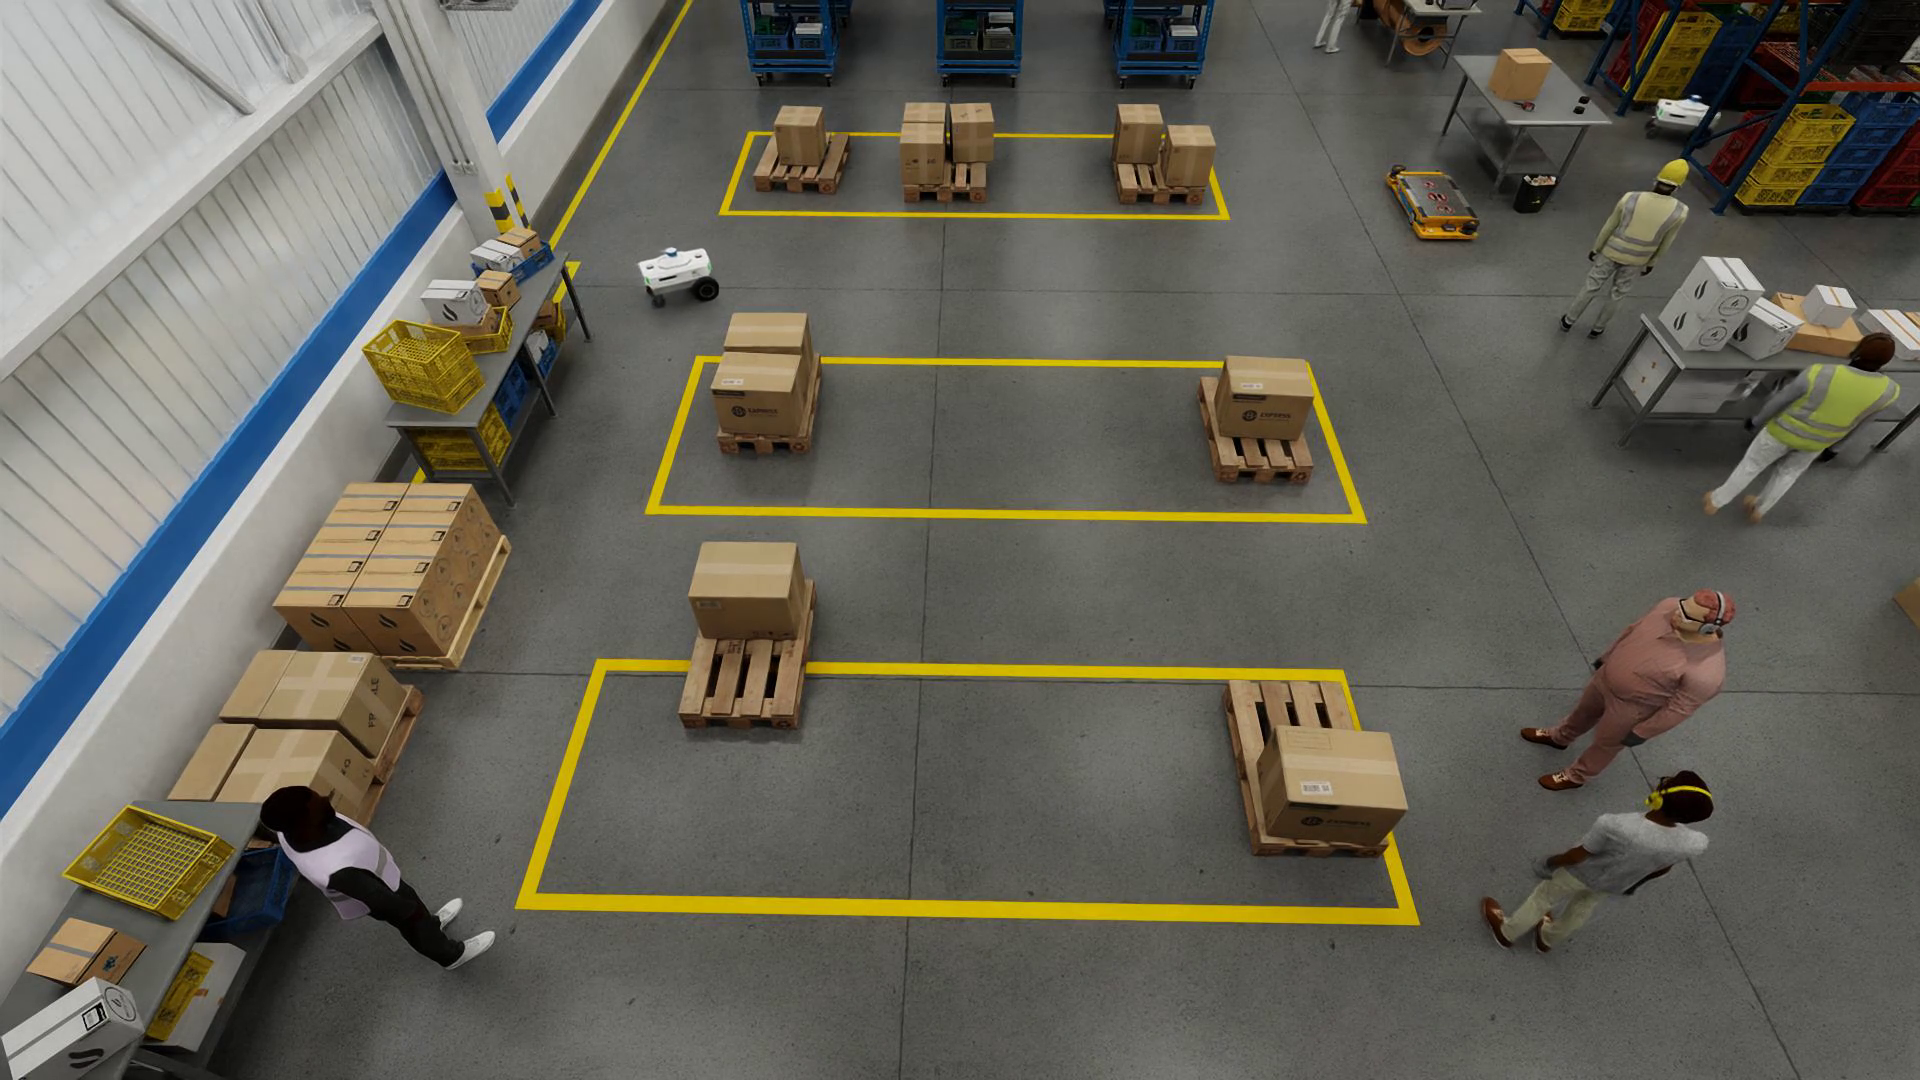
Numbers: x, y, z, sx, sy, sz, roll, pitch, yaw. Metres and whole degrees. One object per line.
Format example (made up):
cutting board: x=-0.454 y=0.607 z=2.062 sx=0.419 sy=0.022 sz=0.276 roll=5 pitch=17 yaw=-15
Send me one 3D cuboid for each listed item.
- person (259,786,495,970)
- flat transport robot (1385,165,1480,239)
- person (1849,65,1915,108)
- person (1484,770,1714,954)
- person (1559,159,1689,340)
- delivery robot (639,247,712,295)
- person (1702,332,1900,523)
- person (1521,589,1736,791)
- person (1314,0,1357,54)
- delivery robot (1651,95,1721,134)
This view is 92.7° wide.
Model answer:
person: x=-3.110 y=1.816 z=4.864 sx=0.593 sy=1.917 sz=0.391 roll=30 pitch=56 yaw=24
flat transport robot: x=5.692 y=-4.094 z=11.059 sx=0.652 sy=0.197 sz=1.431 roll=1 pitch=49 yaw=1
person: x=11.902 y=-6.114 z=11.731 sx=0.399 sy=1.919 sz=0.671 roll=-4 pitch=49 yaw=-3
person: x=3.414 y=1.772 z=4.932 sx=0.533 sy=1.868 sz=0.310 roll=8 pitch=50 yaw=7
person: x=6.485 y=-2.799 z=8.916 sx=0.597 sy=1.829 sz=0.403 roll=25 pitch=54 yaw=20
delivery robot: x=-3.023 y=-2.876 z=9.758 sx=0.707 sy=0.478 sz=0.477 roll=-18 pitch=52 yaw=-15
person: x=6.605 y=-0.840 z=7.215 sx=0.628 sy=1.840 sz=0.429 roll=17 pitch=51 yaw=14
person: x=4.089 y=0.933 z=5.634 sx=0.400 sy=1.907 sz=0.645 roll=5 pitch=49 yaw=4
person: x=5.760 y=-8.200 z=13.726 sx=0.328 sy=1.622 sz=0.521 roll=-27 pitch=54 yaw=-21
delivery robot: x=9.621 y=-5.636 z=12.147 sx=0.707 sy=0.478 sz=0.477 roll=18 pitch=51 yaw=15
